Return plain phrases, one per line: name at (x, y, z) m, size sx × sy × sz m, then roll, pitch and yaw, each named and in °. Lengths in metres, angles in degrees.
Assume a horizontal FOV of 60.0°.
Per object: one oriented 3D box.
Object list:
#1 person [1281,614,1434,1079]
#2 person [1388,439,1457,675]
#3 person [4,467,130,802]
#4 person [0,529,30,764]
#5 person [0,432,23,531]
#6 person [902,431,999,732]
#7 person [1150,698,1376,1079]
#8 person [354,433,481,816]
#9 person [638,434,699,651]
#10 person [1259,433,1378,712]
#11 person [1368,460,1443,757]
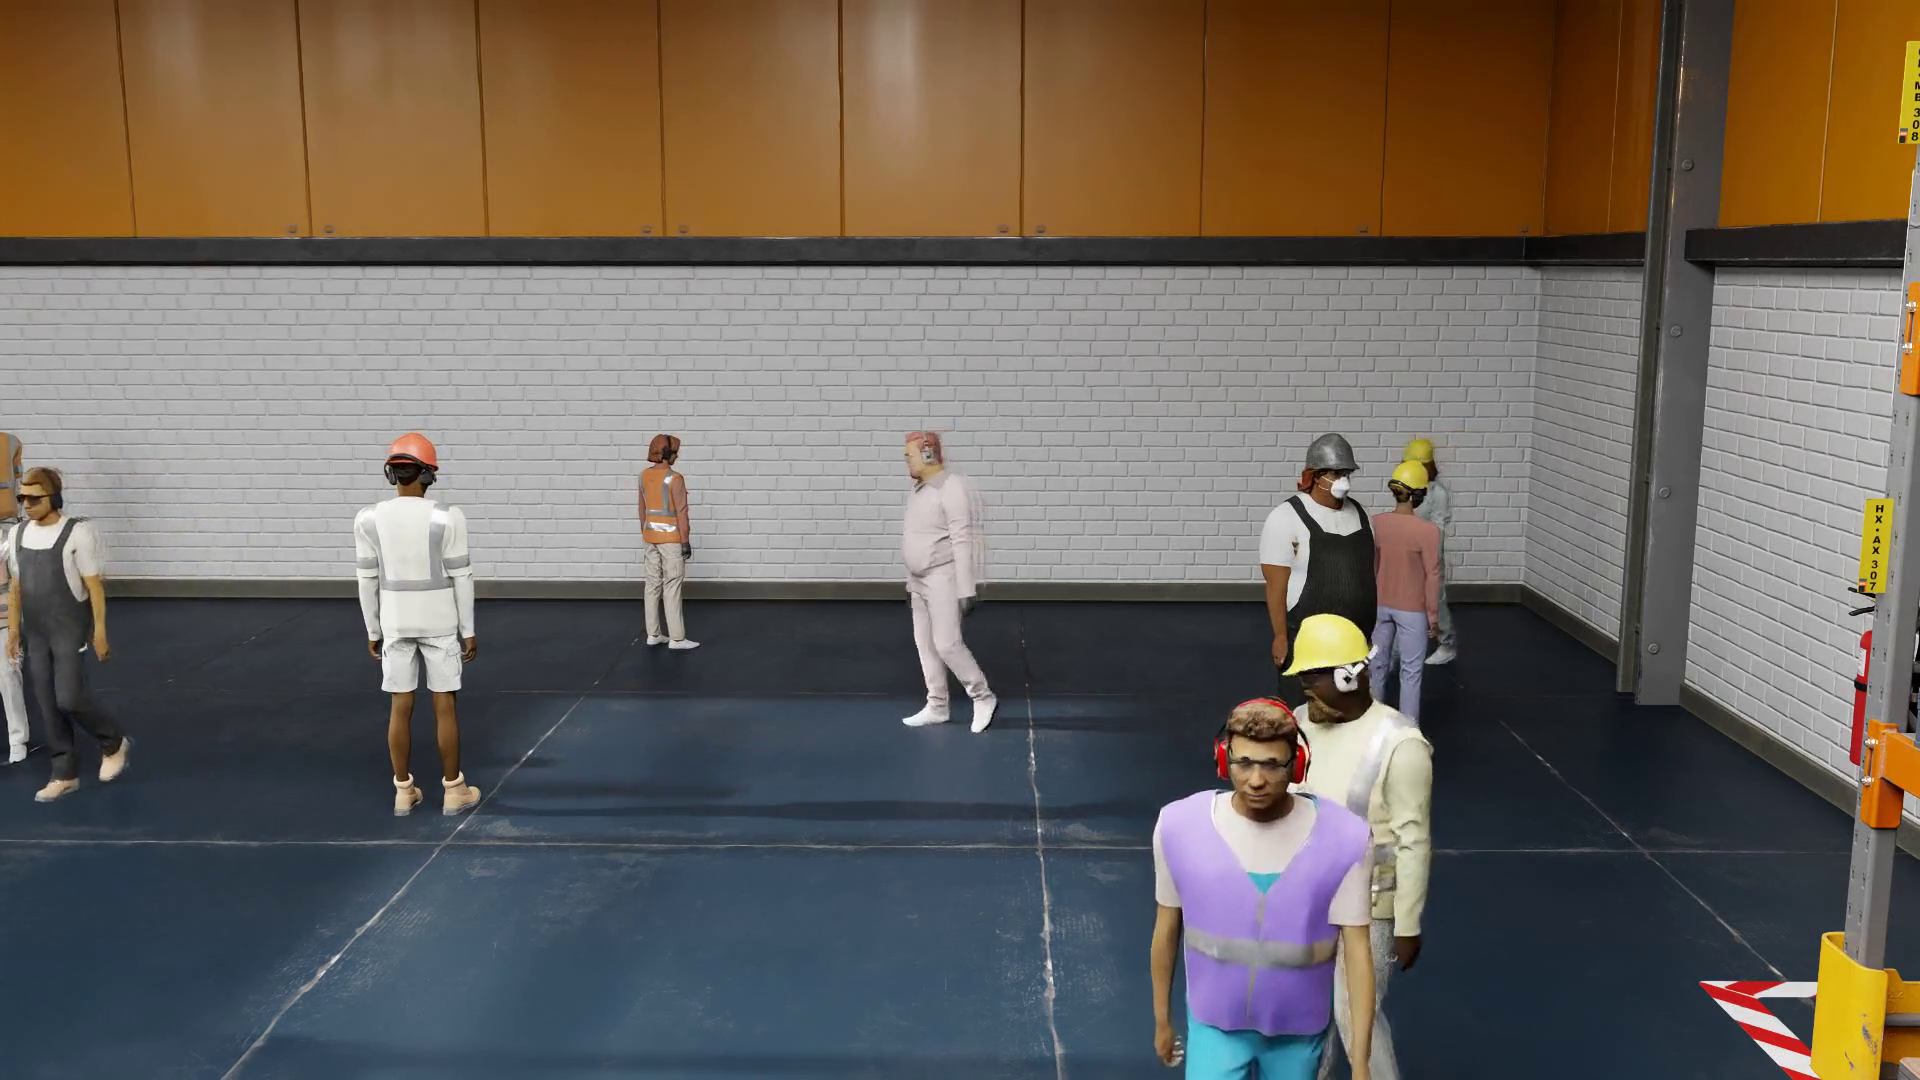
person at (1.238, 1.146, 5.389) m, size 0.414 × 1.799 × 0.625 m, roll -5°, pitch 11°, yaw -30°
person at (3.296, 0.105, 11.874) m, size 0.843 × 1.694 × 0.489 m, roll -8°, pitch 12°, yaw -40°
person at (-4.922, 0.504, 9.074) m, size 0.522 × 1.830 × 0.434 m, roll 3°, pitch 10°, yaw 15°
person at (-5.685, 0.499, 9.686) m, size 0.514 × 1.639 × 0.311 m, roll -2°, pitch 10°, yaw -11°
person at (-7.607, -0.209, 13.031) m, size 0.356 × 1.938 × 0.545 m, roll 4°, pitch 10°, yaw 24°
person at (-0.078, 0.258, 10.453) m, size 0.598 × 1.876 × 0.691 m, roll -5°, pitch 11°, yaw -26°
person at (0.776, 1.305, 4.301) m, size 0.577 × 1.818 × 0.726 m, roll 1°, pitch 10°, yaw 8°
person at (-2.848, 0.451, 8.789) m, size 0.605 × 2.036 × 0.383 m, roll 0°, pitch 9°, yaw 1°
person at (-2.226, 0.017, 12.573) m, size 0.513 × 1.639 × 0.311 m, roll 8°, pitch 12°, yaw 39°
person at (1.937, 0.457, 8.734) m, size 0.683 × 2.000 × 0.537 m, roll -5°, pitch 11°, yaw -27°
person at (2.621, 0.407, 9.856) m, size 0.331 × 1.768 × 0.526 m, roll -8°, pitch 12°, yaw -40°
